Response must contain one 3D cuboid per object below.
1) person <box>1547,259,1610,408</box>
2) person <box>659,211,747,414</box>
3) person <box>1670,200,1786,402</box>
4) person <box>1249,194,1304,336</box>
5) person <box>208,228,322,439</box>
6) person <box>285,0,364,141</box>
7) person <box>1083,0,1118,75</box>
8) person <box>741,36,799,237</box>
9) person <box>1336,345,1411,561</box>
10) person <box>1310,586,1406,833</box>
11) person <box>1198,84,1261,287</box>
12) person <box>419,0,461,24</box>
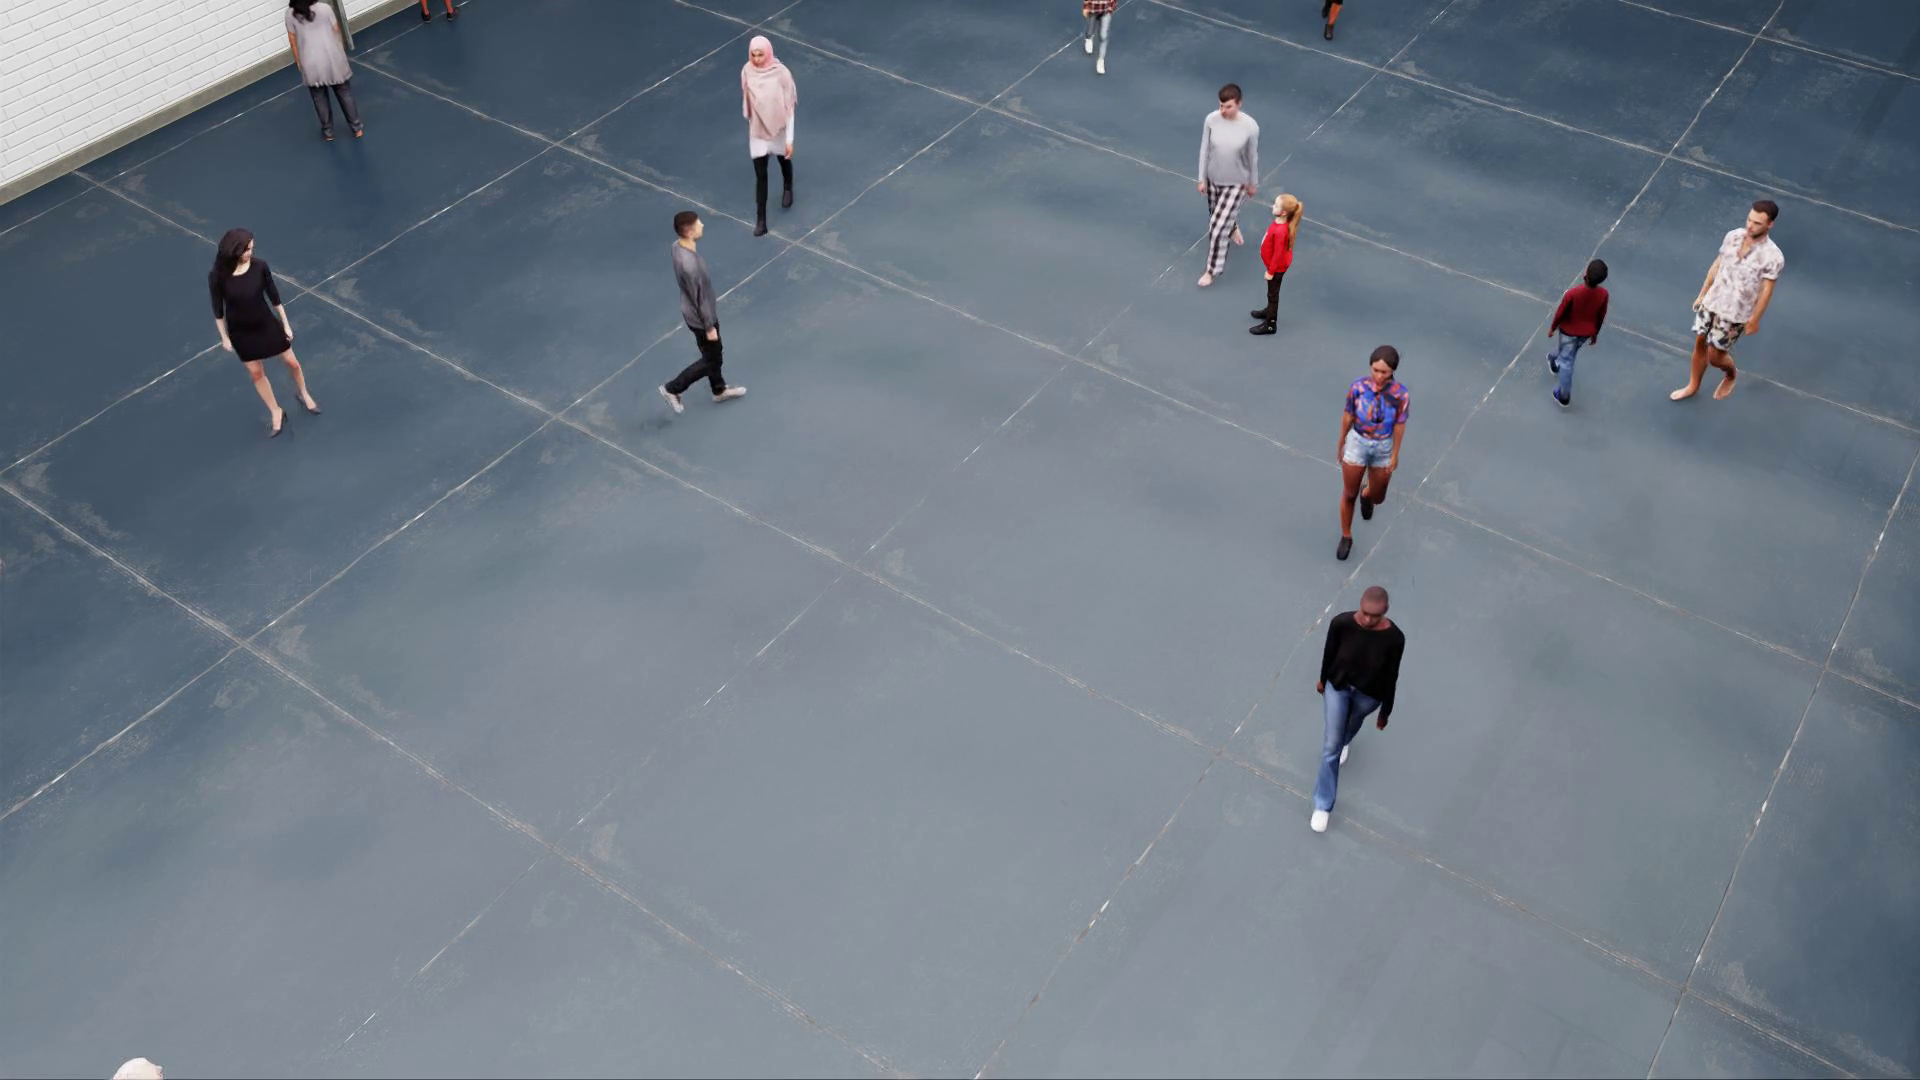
[{"bbox_3d":[4.815,-1.596,12.949,0.829,1.222,0.924,-3,44,-4],"label":"person"},{"bbox_3d":[-2.045,-1.697,12.671,1.038,1.751,0.924,-14,45,-15],"label":"person"},{"bbox_3d":[5.972,-1.831,12.774,0.890,1.802,0.836,-18,46,-18],"label":"person"},{"bbox_3d":[2.587,-2.273,13.616,0.629,1.281,0.542,8,44,8],"label":"person"},{"bbox_3d":[-5.306,-1.543,12.481,0.691,1.790,0.814,-7,44,-7],"label":"person"},{"bbox_3d":[-6.071,-4.582,15.805,0.770,1.606,0.840,-13,45,-14],"label":"person"},{"bbox_3d":[1.412,-5.473,16.967,0.801,1.293,0.920,-1,44,-1],"label":"person"},{"bbox_3d":[-1.632,-3.644,14.714,1.030,1.751,1.276,4,44,4],"label":"person"},{"bbox_3d":[2.858,-0.660,11.596,0.756,1.733,0.905,10,45,10],"label":"person"},{"bbox_3d":[2.400,0.855,10.026,0.845,1.703,1.204,13,45,13],"label":"person"},{"bbox_3d":[2.298,-3.085,14.093,0.698,1.798,1.118,20,47,20],"label":"person"},{"bbox_3d":[-5.688,-6.320,17.532,0.674,1.740,0.729,-6,44,-6],"label":"person"}]
